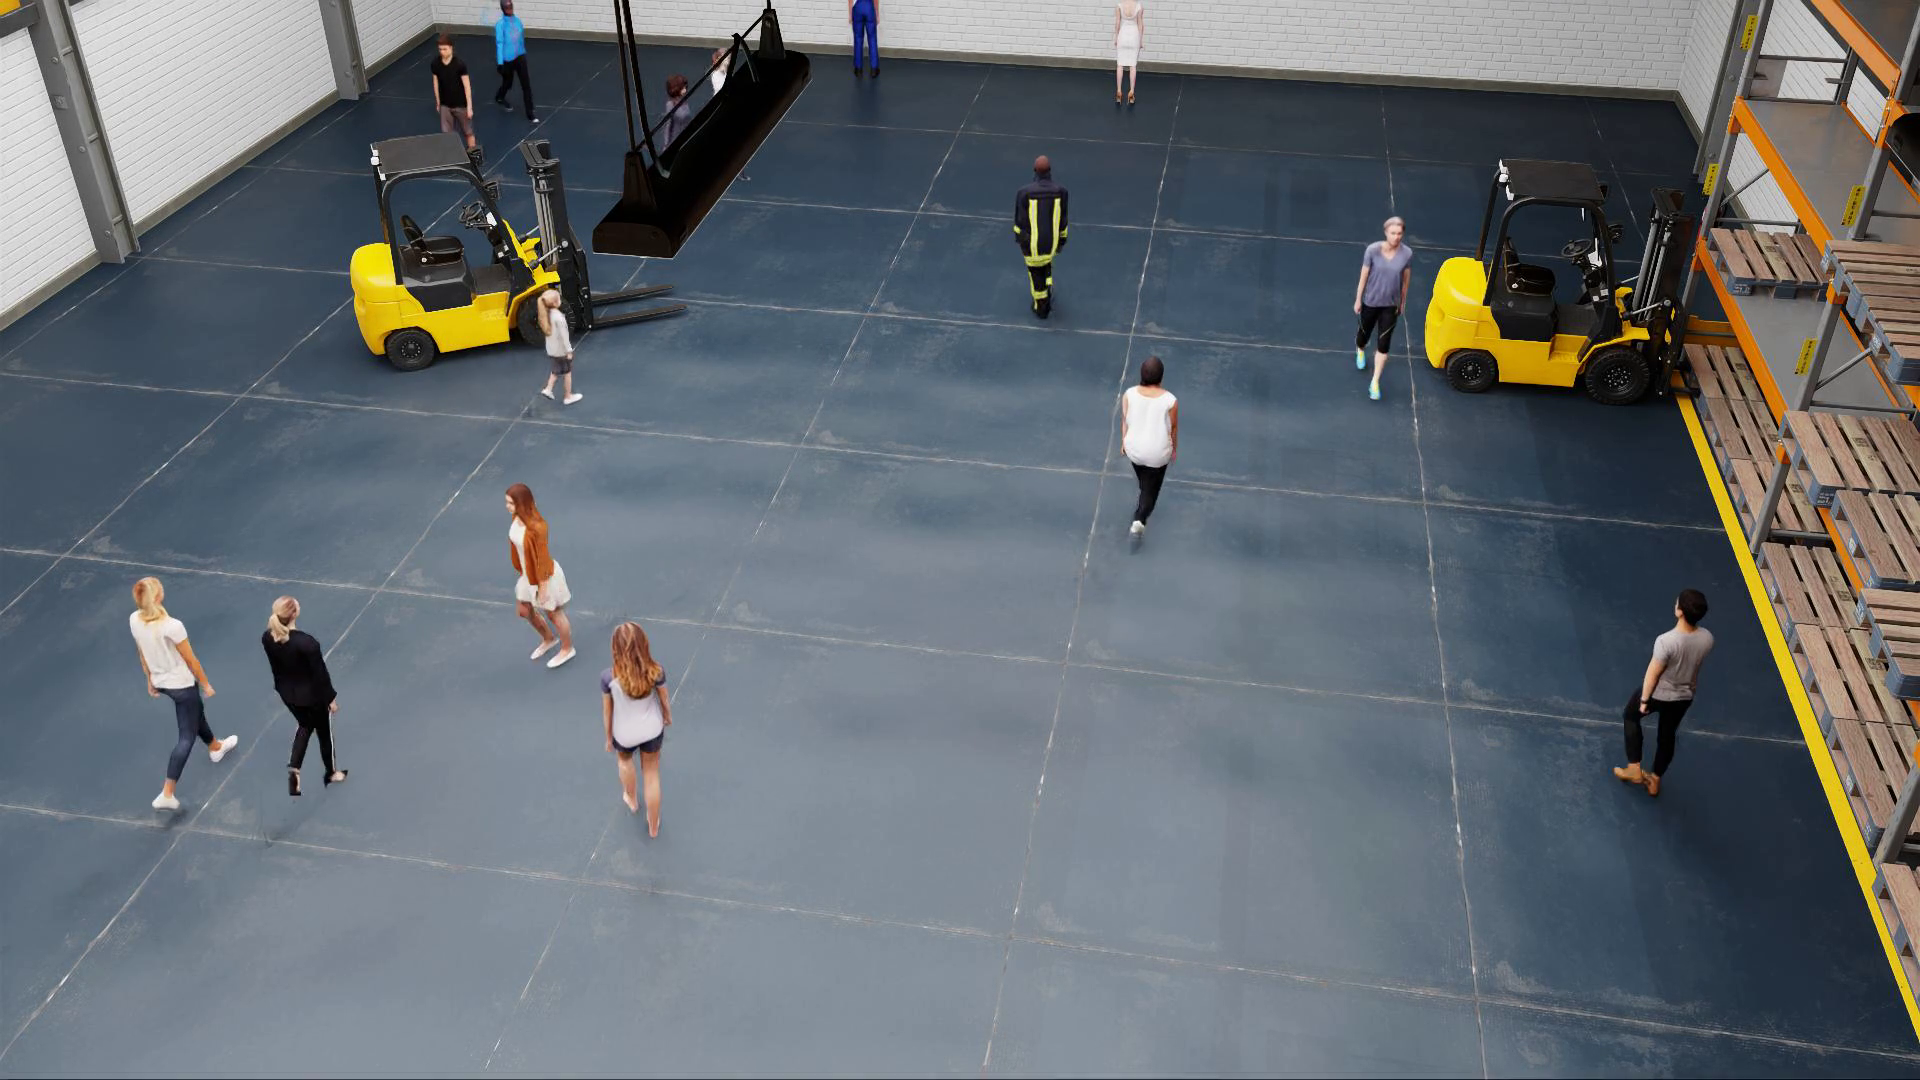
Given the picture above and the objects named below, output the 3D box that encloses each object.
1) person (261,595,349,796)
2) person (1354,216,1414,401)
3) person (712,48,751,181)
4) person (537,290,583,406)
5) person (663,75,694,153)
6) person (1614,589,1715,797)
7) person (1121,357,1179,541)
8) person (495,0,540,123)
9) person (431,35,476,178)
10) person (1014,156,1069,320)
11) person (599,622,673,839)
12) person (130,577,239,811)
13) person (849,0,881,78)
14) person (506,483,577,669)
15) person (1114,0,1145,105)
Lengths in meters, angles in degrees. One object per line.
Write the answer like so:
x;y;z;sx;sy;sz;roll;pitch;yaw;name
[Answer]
-4.648;1.164;11.698;0.655;1.693;0.783;9;35;13;person
4.264;-2.413;16.922;0.659;1.869;1.026;5;34;8;person
-3.103;-5.567;21.784;0.863;1.738;0.928;21;39;28;person
-4.085;-1.921;16.726;0.673;1.266;0.746;28;43;36;person
-3.636;-5.033;21.052;0.830;1.659;1.091;14;36;20;person
5.037;1.123;11.744;0.674;1.710;0.695;-4;34;-6;person
1.647;-0.798;14.686;0.885;1.654;1.164;17;37;24;person
-6.425;-6.862;23.719;1.161;1.753;1.196;27;42;35;person
-6.646;-5.795;22.035;0.745;1.840;0.912;3;34;5;person
0.915;-3.311;18.332;0.919;1.801;0.989;-10;35;-15;person
-2.194;1.364;11.383;0.813;1.709;0.893;-10;35;-14;person
-5.587;1.096;11.727;0.779;1.775;1.203;12;36;18;person
-1.476;-8.033;25.394;0.677;1.849;0.635;-1;34;-2;person
-3.223;0.244;13.073;0.740;1.702;0.776;28;43;36;person
2.452;-7.270;24.296;0.589;1.793;0.494;8;34;12;person
